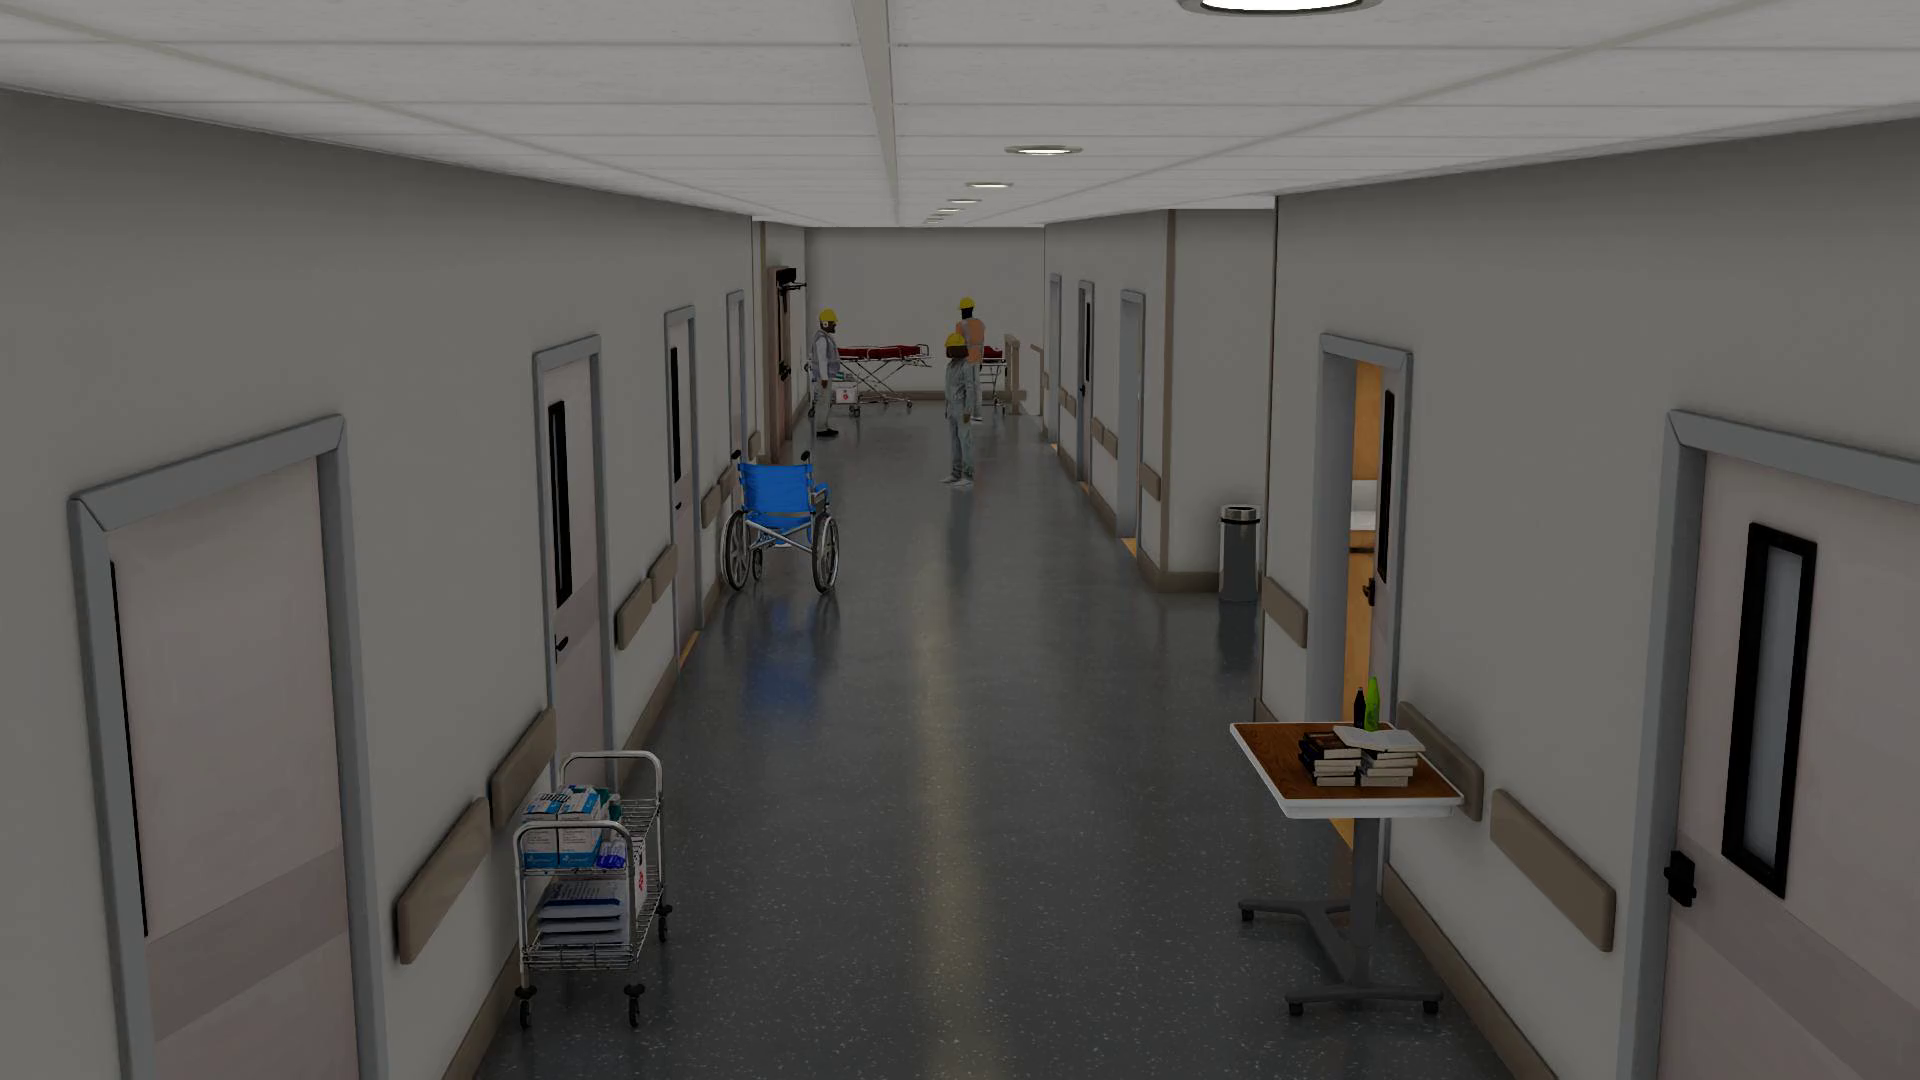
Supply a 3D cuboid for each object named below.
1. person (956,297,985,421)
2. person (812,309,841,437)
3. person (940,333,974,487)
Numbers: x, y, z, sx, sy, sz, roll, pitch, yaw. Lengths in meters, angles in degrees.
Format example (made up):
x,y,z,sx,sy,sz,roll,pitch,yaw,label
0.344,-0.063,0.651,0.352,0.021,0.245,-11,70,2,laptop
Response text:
x,y,z,sx,sy,sz,roll,pitch,yaw,label
0.130,-2.777,25.676,0.397,1.920,0.586,10,14,44,person
-1.900,-2.371,23.694,0.404,1.824,0.586,0,10,0,person
-0.036,-1.480,18.933,0.323,1.742,0.492,-6,12,-31,person
